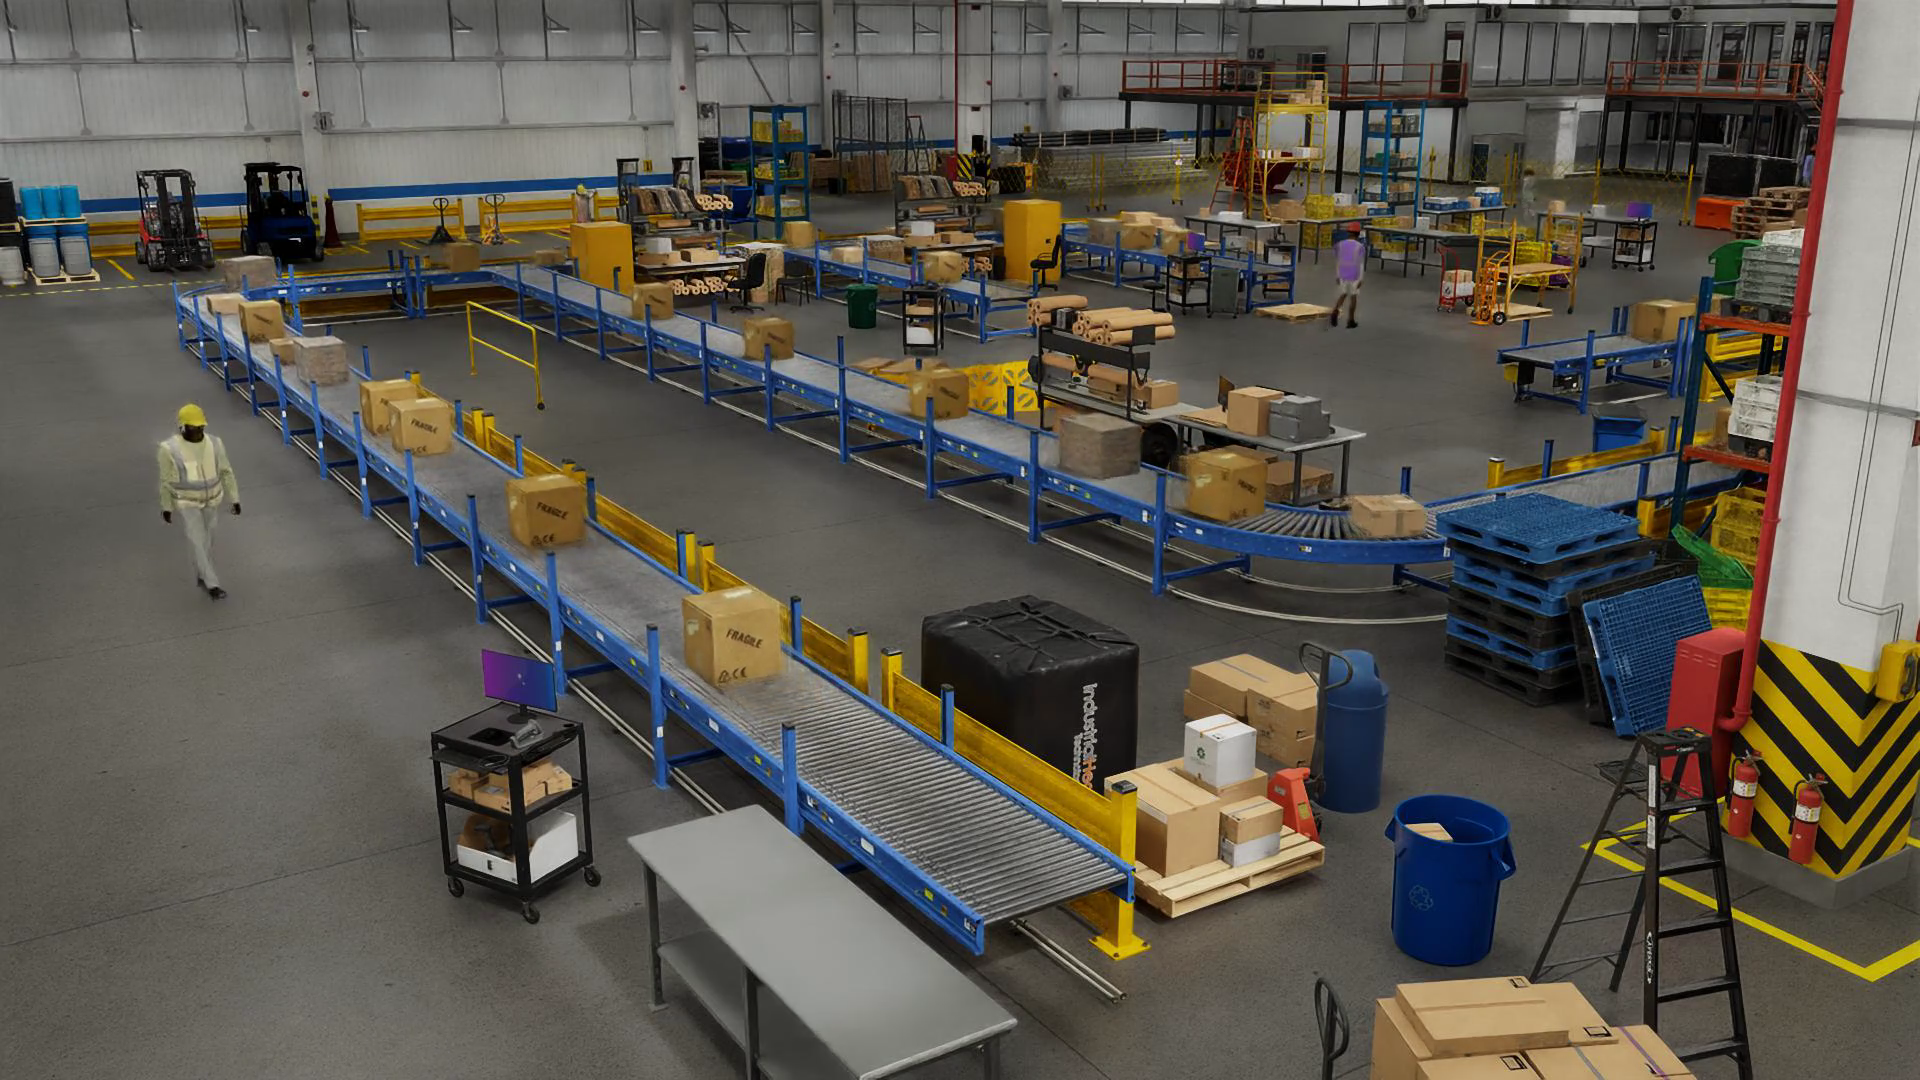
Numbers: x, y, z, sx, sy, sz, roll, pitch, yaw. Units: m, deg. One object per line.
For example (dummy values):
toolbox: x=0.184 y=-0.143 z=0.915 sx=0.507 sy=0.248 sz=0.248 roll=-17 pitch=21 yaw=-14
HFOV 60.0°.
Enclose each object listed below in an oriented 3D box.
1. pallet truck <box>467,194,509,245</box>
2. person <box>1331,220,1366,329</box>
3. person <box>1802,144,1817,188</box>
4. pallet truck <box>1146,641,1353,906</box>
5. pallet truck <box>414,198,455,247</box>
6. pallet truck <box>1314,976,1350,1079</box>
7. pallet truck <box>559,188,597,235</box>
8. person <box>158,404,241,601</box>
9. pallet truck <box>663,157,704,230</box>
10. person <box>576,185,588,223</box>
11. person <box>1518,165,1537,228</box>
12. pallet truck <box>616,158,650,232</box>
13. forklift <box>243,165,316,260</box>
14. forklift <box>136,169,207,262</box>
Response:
pallet truck: x=-11.983 y=-8.177 z=42.137 sx=0.704 sy=1.261 sz=1.522 roll=-11 pitch=20 yaw=-33
person: x=6.888 y=-4.681 z=29.418 sx=0.558 sy=1.927 sz=0.580 roll=14 pitch=22 yaw=39
person: x=26.024 y=-11.135 z=50.907 sx=0.410 sy=1.924 sz=0.550 roll=2 pitch=17 yaw=8
pallet truck: x=1.664 y=1.407 z=10.232 sx=1.630 sy=1.274 sz=0.653 roll=-10 pitch=20 yaw=-31
pallet truck: x=-13.250 y=-8.060 z=41.856 sx=0.680 sy=1.201 sz=1.601 roll=-10 pitch=20 yaw=-31
pallet truck: x=2.299 y=2.390 z=7.086 sx=1.601 sy=1.201 sz=0.680 roll=-2 pitch=17 yaw=-7
pallet truck: x=-10.010 y=-8.652 z=43.699 sx=0.653 sy=1.274 sz=1.630 roll=-10 pitch=20 yaw=-31
person: x=-6.879 y=-0.341 z=15.188 sx=0.861 sy=1.791 sz=0.629 roll=14 pitch=22 yaw=38
pallet truck: x=-7.586 y=-9.308 z=44.692 sx=0.823 sy=1.965 sz=1.885 roll=-11 pitch=20 yaw=-33
person: x=-8.851 y=-7.433 z=38.928 sx=0.343 sy=1.727 sz=0.610 roll=-1 pitch=17 yaw=-3
person: x=15.408 y=-9.287 z=45.097 sx=0.484 sy=1.725 sz=0.433 roll=-11 pitch=20 yaw=-33
pallet truck: x=-8.918 y=-9.176 z=44.255 sx=0.823 sy=1.965 sz=1.885 roll=-9 pitch=19 yaw=-27
forklift: x=-15.898 y=-7.669 z=38.708 sx=1.157 sy=1.987 sz=2.680 roll=-11 pitch=20 yaw=-33
forklift: x=-17.842 y=-7.318 z=37.559 sx=1.157 sy=1.987 sz=2.680 roll=-10 pitch=20 yaw=-31
